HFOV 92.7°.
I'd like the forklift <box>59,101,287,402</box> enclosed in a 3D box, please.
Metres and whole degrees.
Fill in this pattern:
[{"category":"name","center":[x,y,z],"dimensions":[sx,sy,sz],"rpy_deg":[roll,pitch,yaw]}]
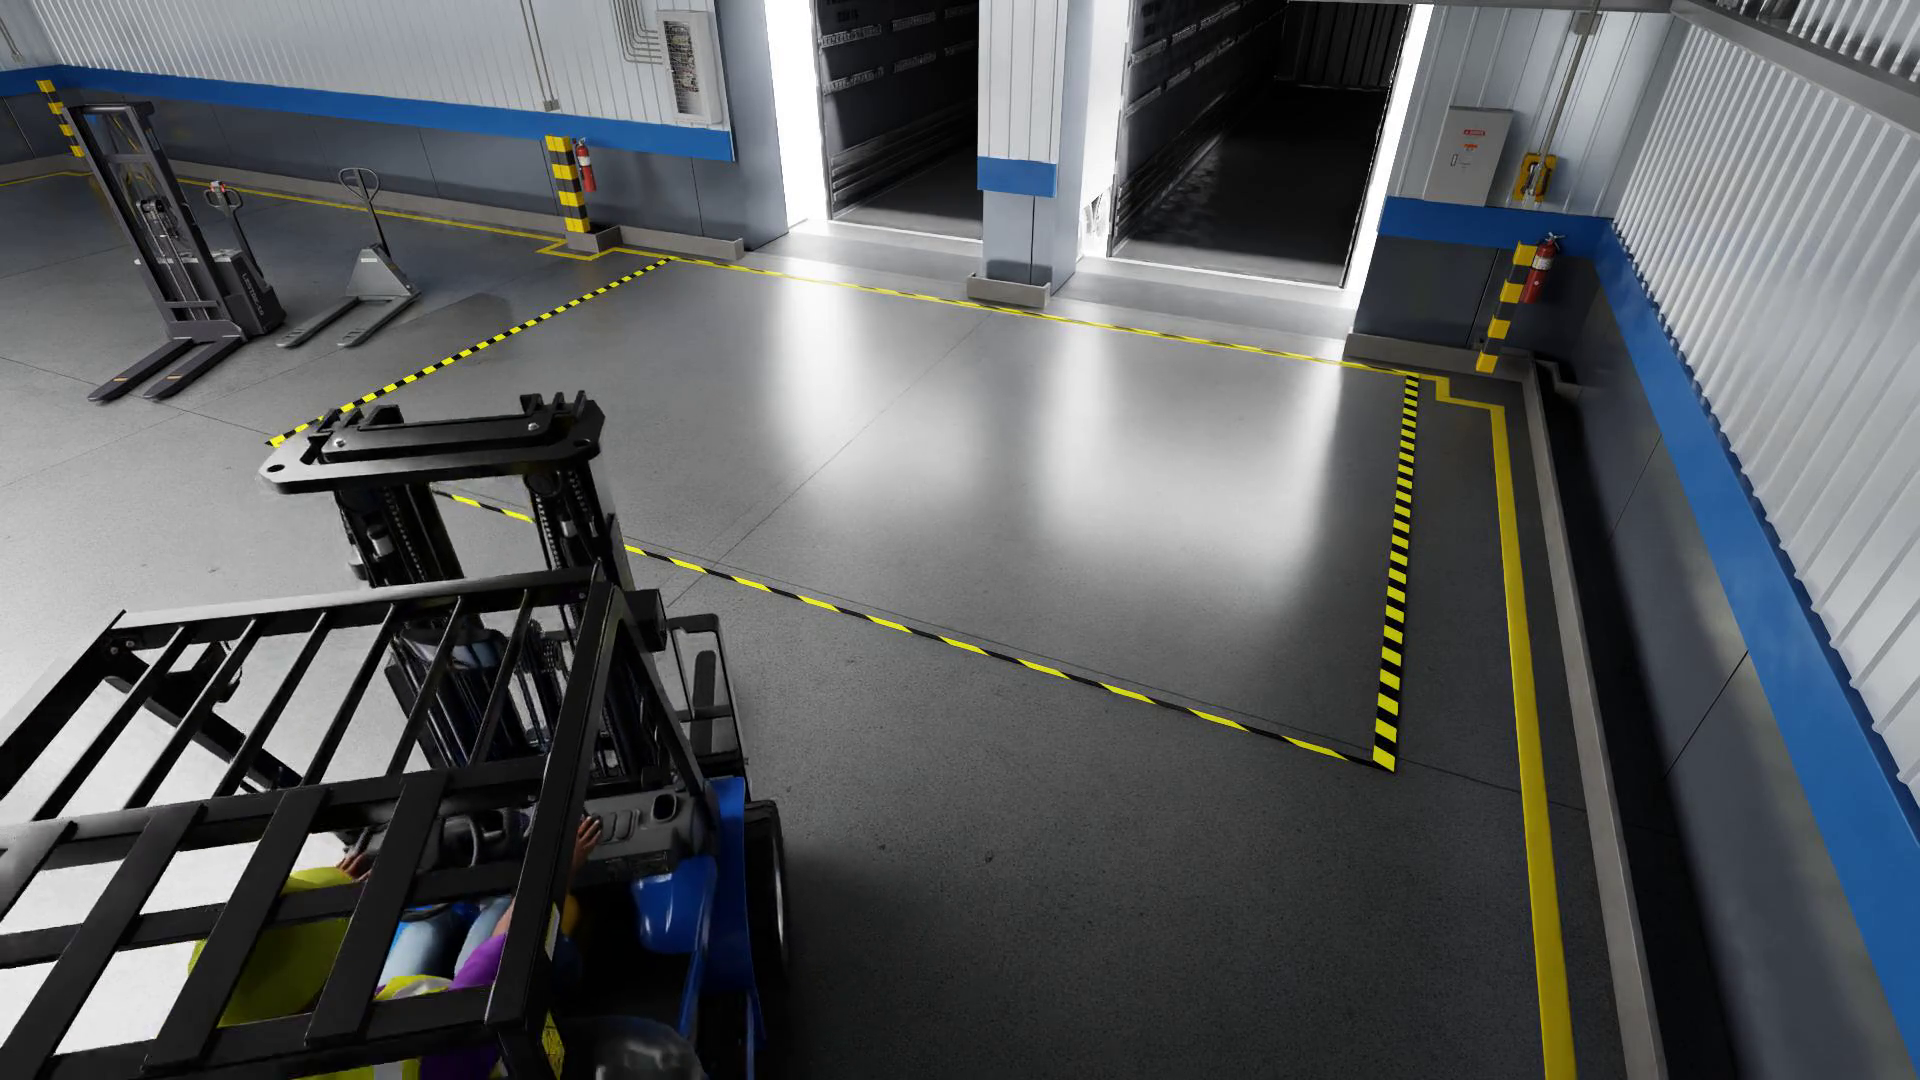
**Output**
[{"category":"forklift","center":[-6.686,-2.387,7.434],"dimensions":[0.823,1.965,1.885],"rpy_deg":[-3,35,-5]}]

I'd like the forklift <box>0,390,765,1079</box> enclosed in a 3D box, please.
[{"category":"forklift","center":[-1.154,1.108,2.124],"dimensions":[1.157,2.036,2.680],"rpy_deg":[-6,35,-8]}]

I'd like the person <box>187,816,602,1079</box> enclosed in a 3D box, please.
[{"category":"person","center":[-1.158,0.921,2.066],"dimensions":[0.635,1.293,1.004],"rpy_deg":[-6,35,-8]}]

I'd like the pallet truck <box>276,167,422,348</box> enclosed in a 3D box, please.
[{"category":"pallet truck","center":[-5.732,-2.611,8.414],"dimensions":[0.680,1.201,1.601],"rpy_deg":[-1,35,-1]}]
